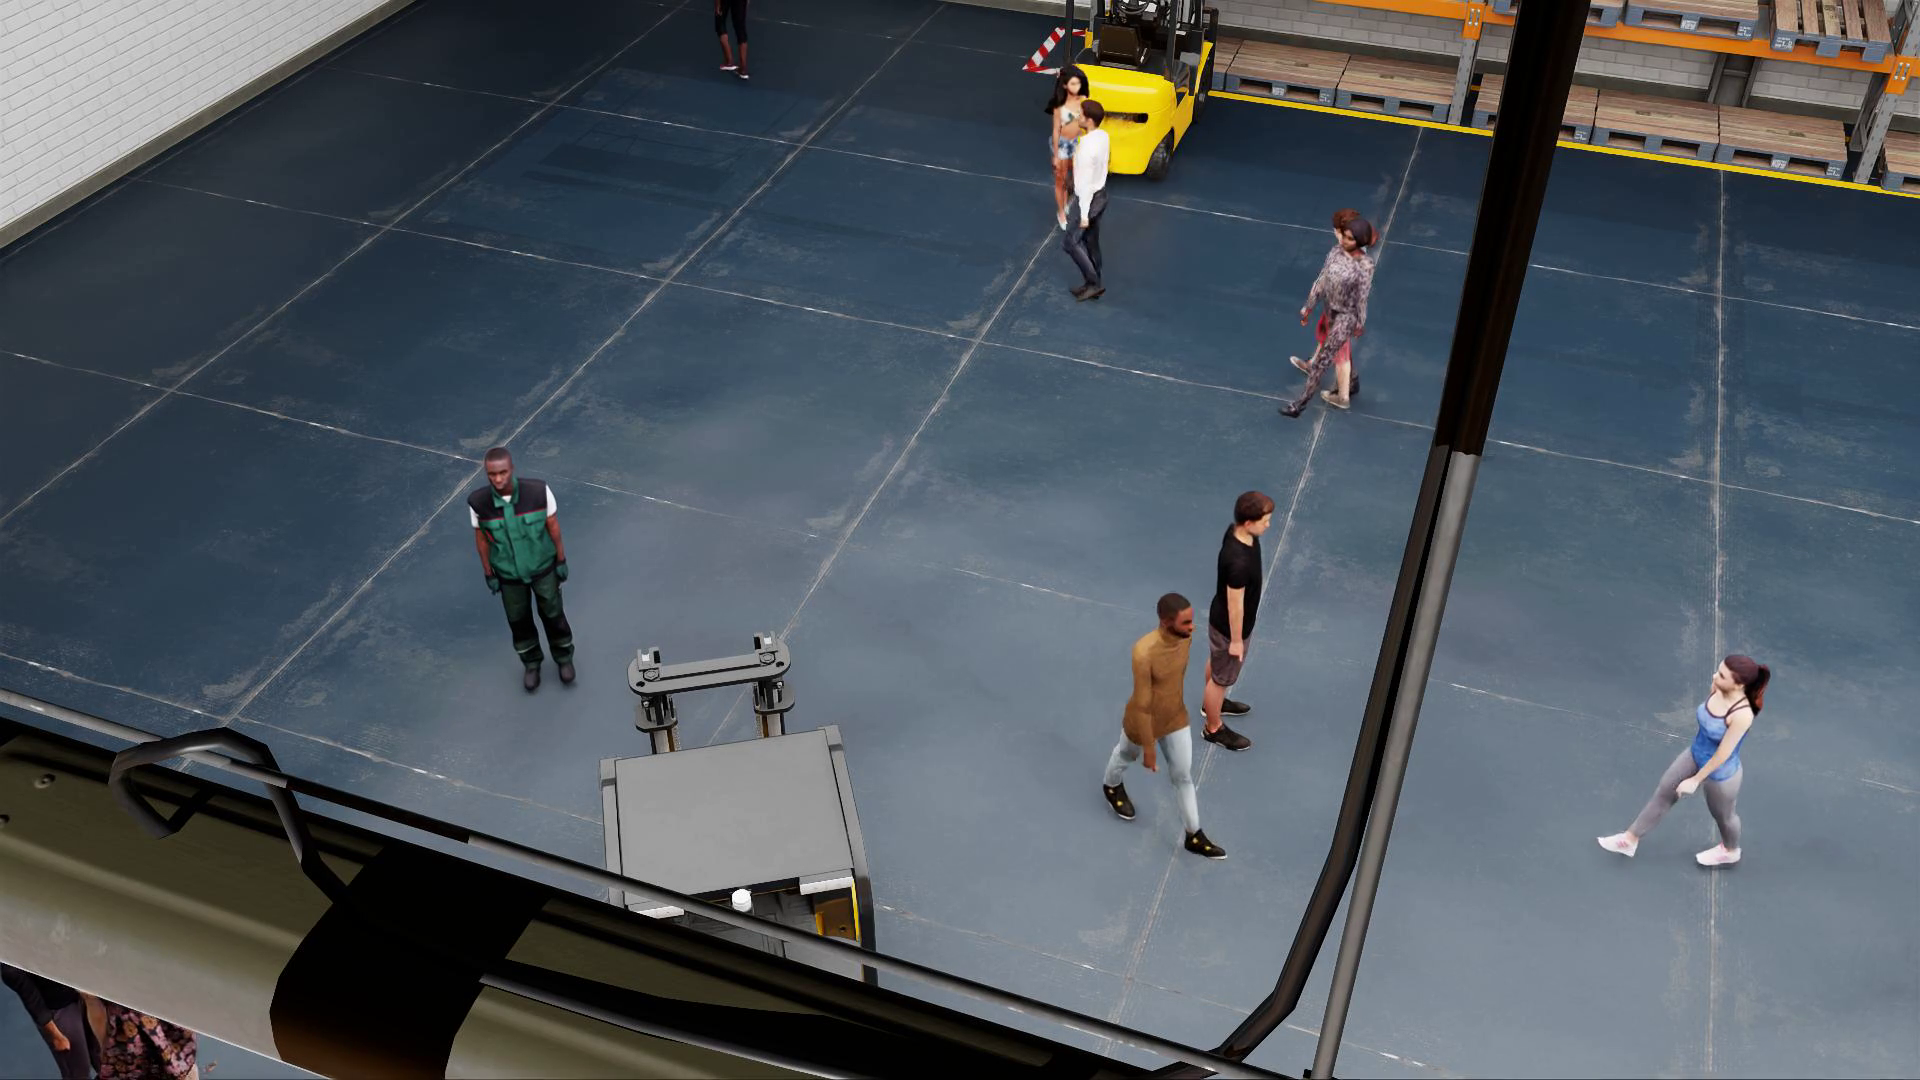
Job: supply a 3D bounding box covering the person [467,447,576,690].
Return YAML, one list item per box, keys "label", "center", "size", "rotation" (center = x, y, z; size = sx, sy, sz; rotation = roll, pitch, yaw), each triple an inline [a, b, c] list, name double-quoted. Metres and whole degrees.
- label: "person"
  center: [-2.747, 0.160, 10.498]
  size: [0.746, 1.840, 0.843]
  rotation: [-9, 39, -11]

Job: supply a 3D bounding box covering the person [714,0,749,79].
- label: "person"
  center: [-2.444, -5.891, 18.152]
  size: [0.777, 1.744, 0.832]
  rotation: [-23, 44, -26]

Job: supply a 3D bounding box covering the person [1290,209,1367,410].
- label: "person"
  center: [3.058, -1.774, 13.095]
  size: [0.881, 1.620, 1.054]
  rotation: [-30, 47, -32]

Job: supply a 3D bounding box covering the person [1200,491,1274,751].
- label: "person"
  center: [1.653, 0.456, 10.113]
  size: [0.644, 1.858, 0.713]
  rotation: [6, 39, 8]

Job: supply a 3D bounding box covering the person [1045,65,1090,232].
- label: "person"
  center: [0.961, -3.645, 15.443]
  size: [0.717, 1.615, 0.777]
  rotation: [-18, 42, -21]

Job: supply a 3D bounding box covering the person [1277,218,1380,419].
- label: "person"
  center: [3.034, -1.751, 13.029]
  size: [1.127, 1.668, 1.095]
  rotation: [-18, 42, -21]

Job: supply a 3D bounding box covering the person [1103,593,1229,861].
- label: "person"
  center: [1.040, 0.978, 9.527]
  size: [1.067, 1.772, 1.257]
  rotation: [-25, 45, -28]

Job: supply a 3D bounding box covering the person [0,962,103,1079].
- label: "person"
  center: [-4.320, 2.249, 8.020]
  size: [0.648, 1.666, 0.663]
  rotation: [-1, 39, -1]

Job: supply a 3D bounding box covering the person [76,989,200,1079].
- label: "person"
  center: [-3.806, 2.329, 7.841]
  size: [0.943, 1.766, 0.841]
  rotation: [30, 48, 32]

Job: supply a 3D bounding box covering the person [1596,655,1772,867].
- label: "person"
  center: [4.281, 1.284, 9.312]
  size: [1.135, 1.564, 0.856]
  rotation: [-3, 39, -3]

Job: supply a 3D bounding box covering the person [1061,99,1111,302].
- label: "person"
  center: [1.205, -2.872, 14.282]
  size: [0.663, 1.856, 0.682]
  rotation: [16, 41, 20]
